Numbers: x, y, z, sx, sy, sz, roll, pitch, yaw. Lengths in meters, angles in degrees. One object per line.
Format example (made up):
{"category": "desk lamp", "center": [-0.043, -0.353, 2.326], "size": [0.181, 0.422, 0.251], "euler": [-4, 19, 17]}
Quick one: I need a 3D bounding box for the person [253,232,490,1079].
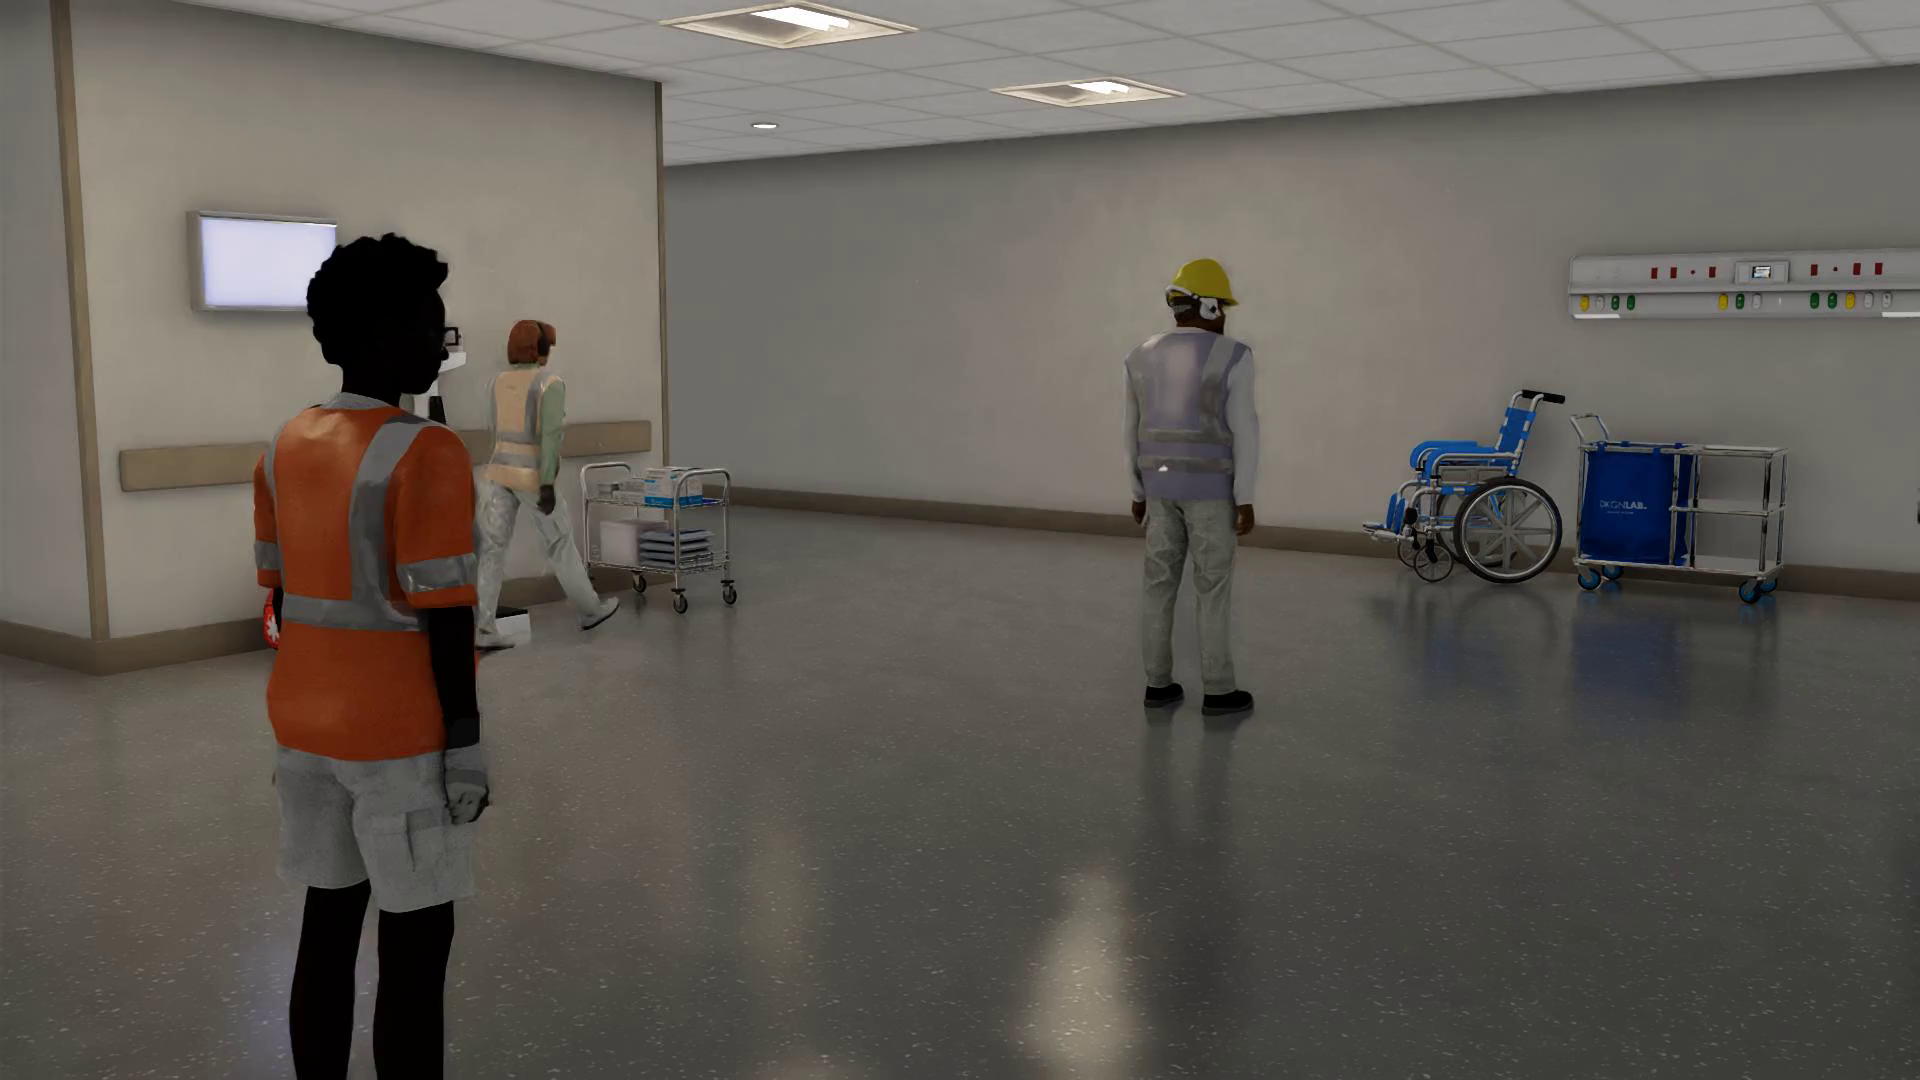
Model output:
{"category": "person", "center": [-0.995, 0.331, 2.861], "size": [0.537, 1.696, 0.321], "euler": [5, 9, 37]}

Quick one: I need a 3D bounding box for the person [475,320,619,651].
{"category": "person", "center": [-2.078, -0.278, 8.156], "size": [0.530, 1.580, 0.899], "euler": [4, 8, 31]}

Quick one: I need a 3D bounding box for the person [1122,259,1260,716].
{"category": "person", "center": [0.940, -0.211, 6.706], "size": [0.592, 1.825, 0.404], "euler": [5, 9, 37]}
